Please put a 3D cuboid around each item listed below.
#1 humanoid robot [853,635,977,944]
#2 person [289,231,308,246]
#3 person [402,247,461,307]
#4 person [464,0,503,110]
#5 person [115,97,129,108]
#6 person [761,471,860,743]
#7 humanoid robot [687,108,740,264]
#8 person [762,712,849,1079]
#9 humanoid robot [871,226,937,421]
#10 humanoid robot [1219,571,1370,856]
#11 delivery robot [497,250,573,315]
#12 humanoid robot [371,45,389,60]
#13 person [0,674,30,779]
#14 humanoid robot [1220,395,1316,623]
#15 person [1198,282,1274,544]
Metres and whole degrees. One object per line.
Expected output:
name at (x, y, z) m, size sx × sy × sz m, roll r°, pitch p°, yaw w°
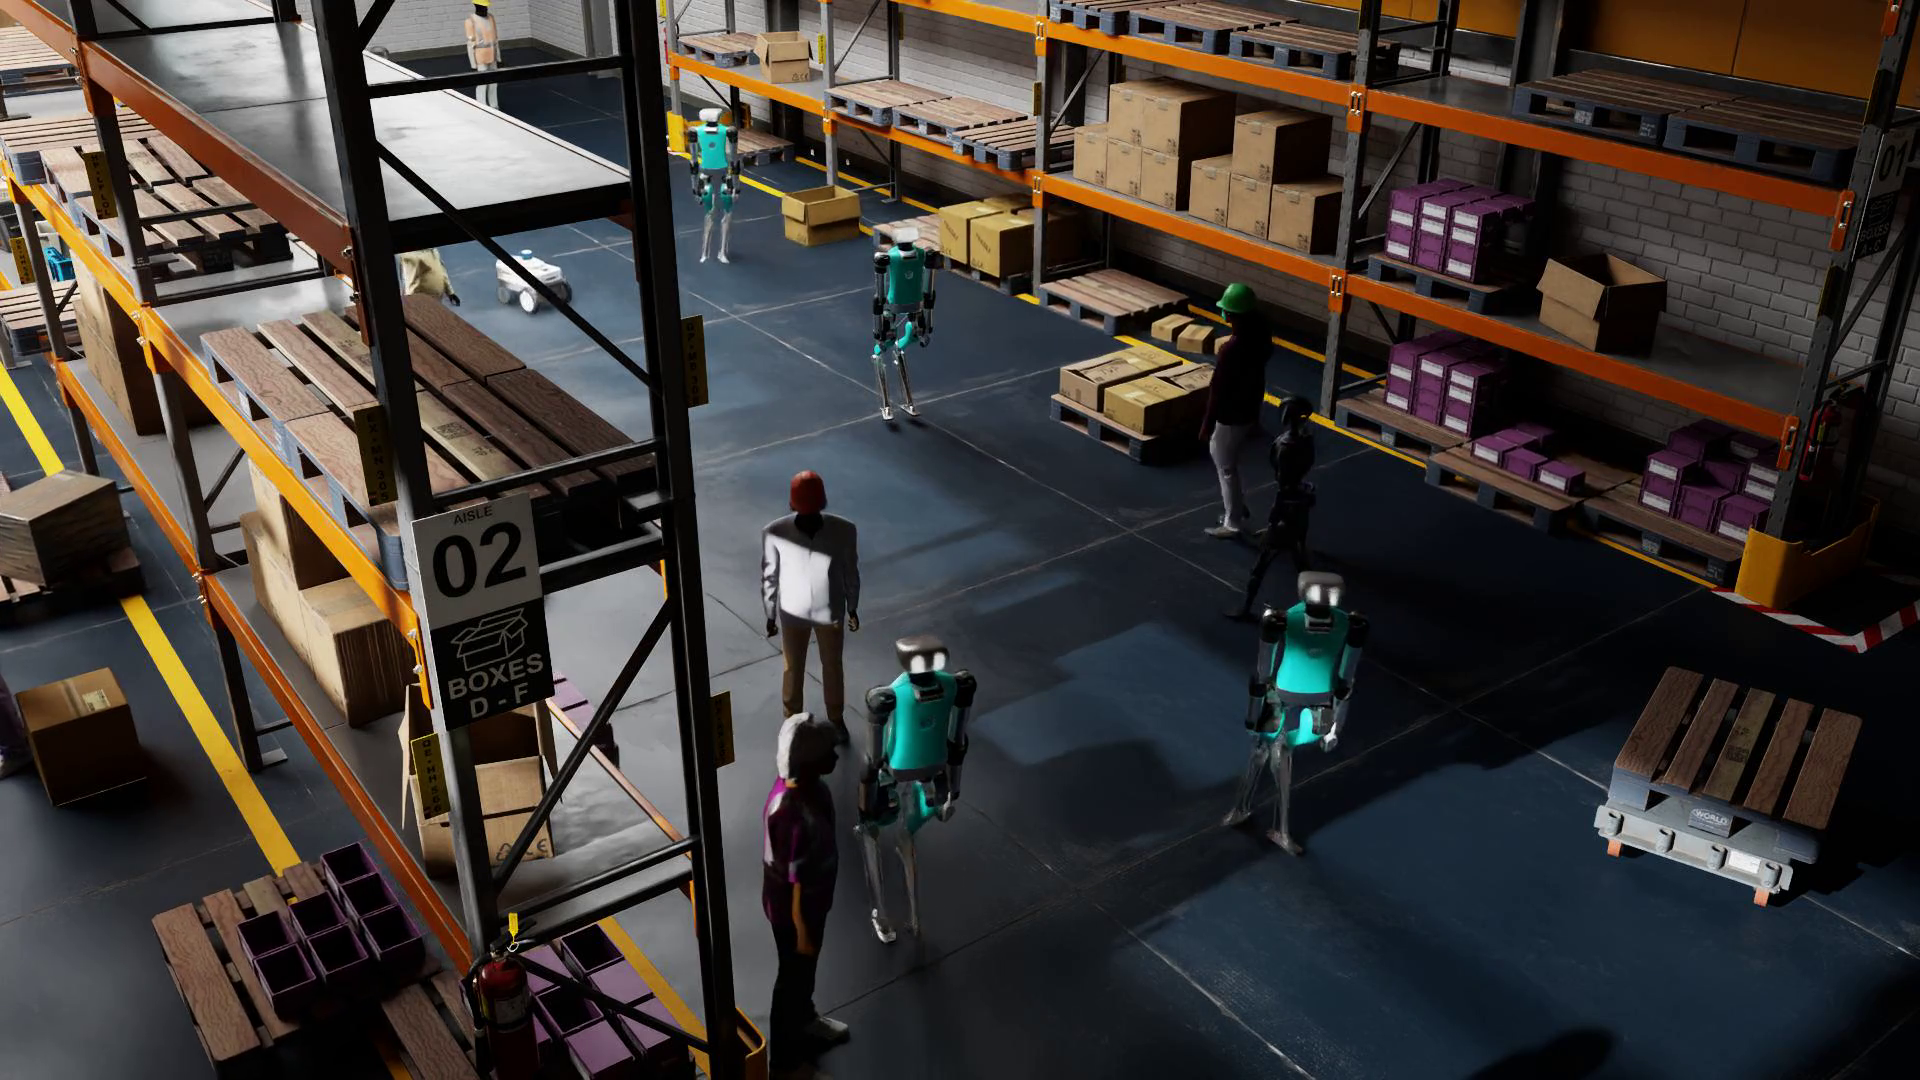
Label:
humanoid robot at (-0.288, 1.167, 8.018) m, size 0.559 × 1.768 × 0.715 m, roll -12°, pitch 29°, yaw -22°
person at (-6.313, -2.615, 15.676) m, size 0.287 × 1.629 × 0.498 m, roll 13°, pitch 29°, yaw 24°
person at (-4.624, -2.113, 14.585) m, size 0.902 × 1.701 × 0.566 m, roll -2°, pitch 27°, yaw -3°
person at (-6.803, -6.905, 23.888) m, size 0.384 × 1.919 × 0.582 m, roll 12°, pitch 29°, yaw 22°
person at (-10.340, -5.121, 20.270) m, size 0.401 × 1.986 × 0.610 m, roll 7°, pitch 28°, yaw 14°
person at (-0.847, 0.399, 9.541) m, size 0.572 × 1.746 × 0.345 m, roll -4°, pitch 27°, yaw -8°
humanoid robot at (-2.627, -3.825, 17.983) m, size 0.548 × 1.776 × 0.789 m, roll -2°, pitch 27°, yaw -4°
person at (-0.670, 1.541, 7.180) m, size 0.352 × 1.837 × 0.508 m, roll 5°, pitch 27°, yaw 9°
humanoid robot at (-0.532, -1.856, 13.897) m, size 0.533 × 1.677 × 0.735 m, roll -10°, pitch 28°, yaw -18°
humanoid robot at (1.704, 0.842, 8.679) m, size 0.600 × 1.774 × 0.862 m, roll 1°, pitch 27°, yaw 1°
delivery robot at (-4.362, -2.646, 16.916) m, size 0.754 × 0.581 × 0.499 m, roll 20°, pitch 33°, yaw 34°
humanoid robot at (-7.428, -5.483, 21.318) m, size 0.461 × 1.643 × 0.607 m, roll -15°, pitch 30°, yaw -27°
person at (-5.636, 0.467, 9.263) m, size 0.404 × 1.895 × 0.659 m, roll -16°, pitch 31°, yaw -29°
humanoid robot at (2.150, -0.175, 10.820) m, size 0.772 × 1.625 × 0.603 m, roll 12°, pitch 29°, yaw 22°
person at (1.951, -0.898, 11.929) m, size 0.482 × 1.935 × 0.500 m, roll 19°, pitch 32°, yaw 32°
